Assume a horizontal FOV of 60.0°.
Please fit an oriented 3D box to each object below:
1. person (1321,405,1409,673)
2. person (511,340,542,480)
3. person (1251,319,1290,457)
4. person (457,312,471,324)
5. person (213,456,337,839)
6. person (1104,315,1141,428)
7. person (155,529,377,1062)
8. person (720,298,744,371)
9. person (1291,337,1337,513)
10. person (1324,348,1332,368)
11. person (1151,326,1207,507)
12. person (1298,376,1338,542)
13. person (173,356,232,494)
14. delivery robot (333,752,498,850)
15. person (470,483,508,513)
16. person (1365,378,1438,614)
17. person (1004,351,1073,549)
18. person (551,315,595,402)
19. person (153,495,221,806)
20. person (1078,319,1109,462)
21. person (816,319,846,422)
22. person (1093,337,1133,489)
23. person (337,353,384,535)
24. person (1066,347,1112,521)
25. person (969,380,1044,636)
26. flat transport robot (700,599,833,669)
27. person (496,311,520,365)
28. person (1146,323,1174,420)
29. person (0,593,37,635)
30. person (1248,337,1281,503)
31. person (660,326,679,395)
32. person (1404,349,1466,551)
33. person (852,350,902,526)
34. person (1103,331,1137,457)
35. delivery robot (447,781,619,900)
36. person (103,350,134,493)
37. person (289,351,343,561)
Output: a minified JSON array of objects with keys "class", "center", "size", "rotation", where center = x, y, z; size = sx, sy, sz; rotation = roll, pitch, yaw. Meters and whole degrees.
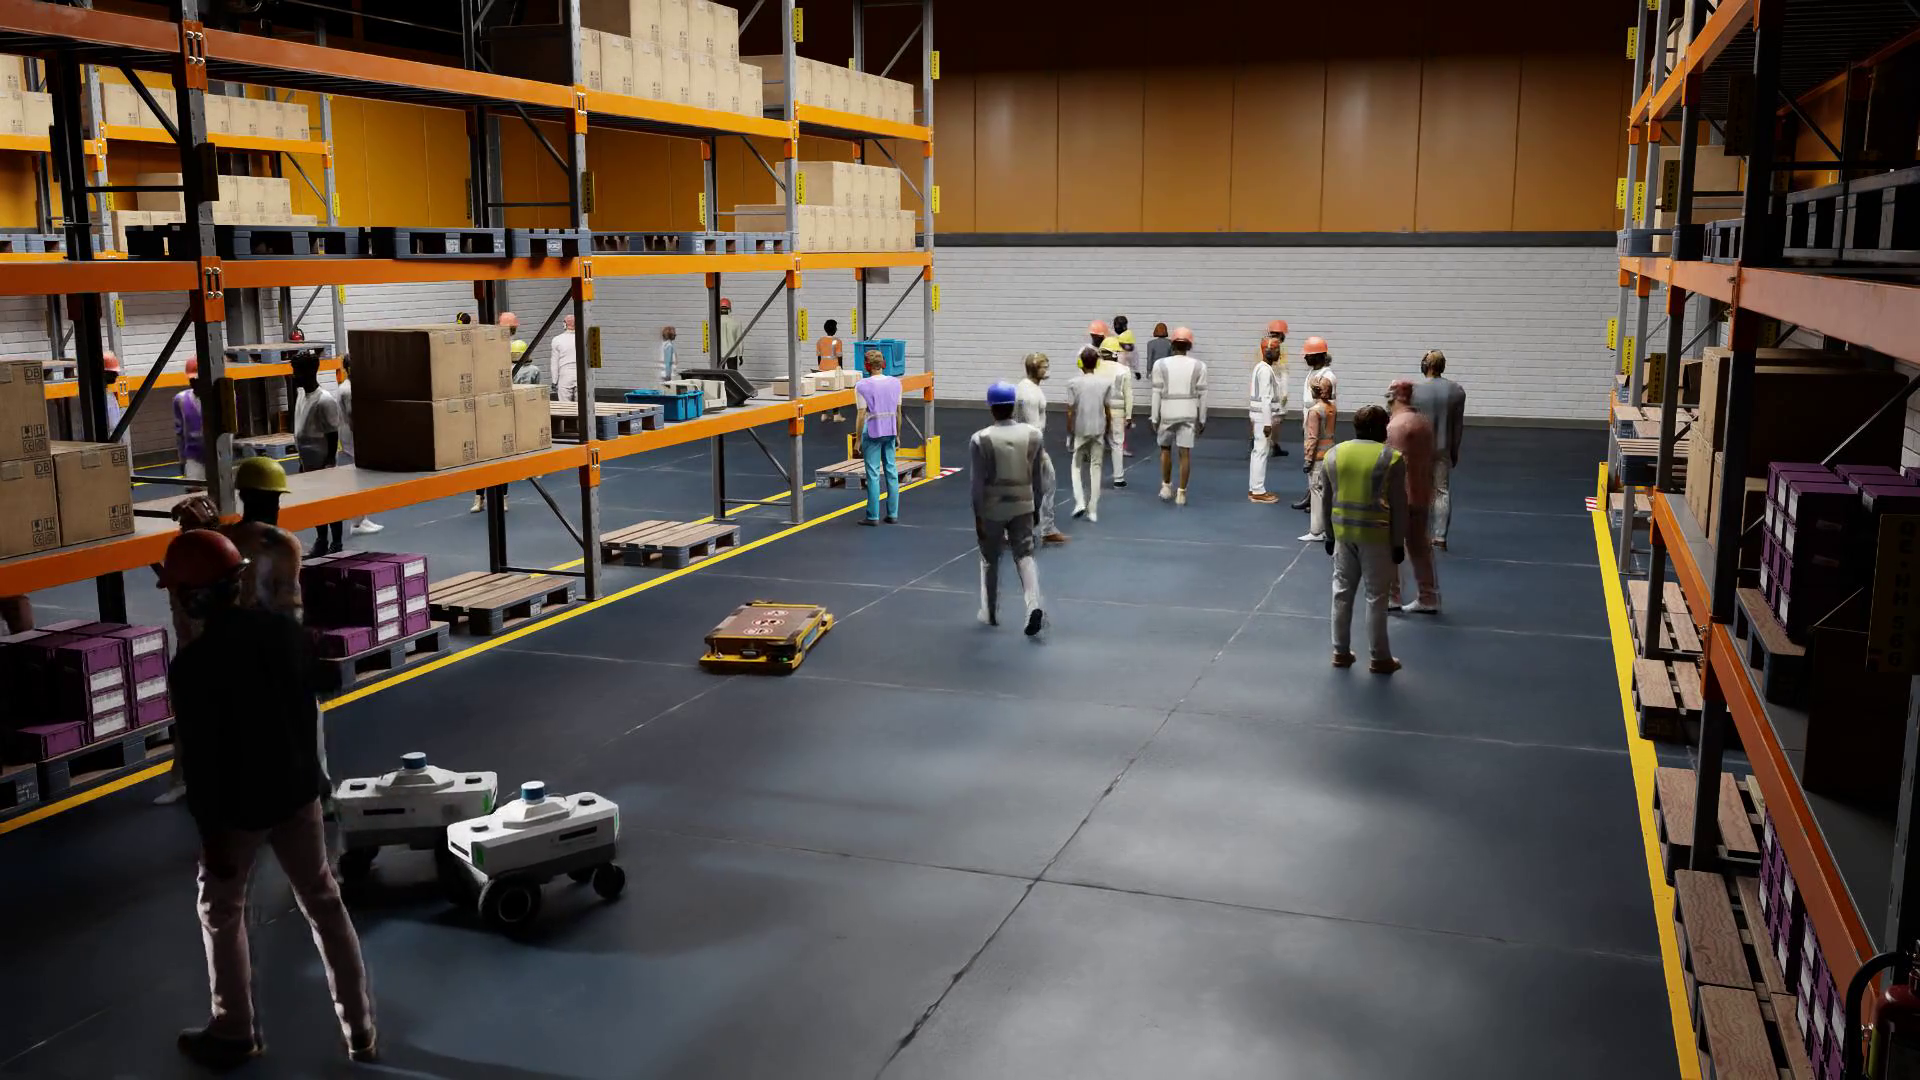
[{"class":"person","center":[2.790,-0.010,11.451],"size":[0.624,1.841,0.430],"rotation":[9,13,41]},{"class":"person","center":[-5.466,-1.620,20.781],"size":[0.492,1.742,0.323],"rotation":[-10,14,-44]},{"class":"person","center":[4.266,-2.070,22.854],"size":[0.668,1.915,0.547],"rotation":[-6,12,-32]},{"class":"person","center":[-7.758,-2.637,26.151],"size":[0.335,1.873,0.519],"rotation":[3,11,18]},{"class":"person","center":[-3.382,0.526,8.264],"size":[0.607,1.887,0.855],"rotation":[4,11,20]},{"class":"person","center":[2.541,-2.728,26.857],"size":[0.633,1.815,0.887],"rotation":[-8,13,-37]},{"class":"person","center":[-2.455,0.926,5.905],"size":[0.722,1.952,0.632],"rotation":[5,11,24]},{"class":"person","center":[-4.135,-3.267,29.345],"size":[0.621,1.992,0.397],"rotation":[-2,10,-12]},{"class":"person","center":[3.885,-1.254,18.189],"size":[0.376,1.932,0.543],"rotation":[-2,10,-13]},{"class":"person","center":[4.213,-1.394,19.576],"size":[0.333,1.717,0.679],"rotation":[7,12,34]},{"class":"person","center":[2.471,-1.411,18.838],"size":[0.630,2.011,0.838],"rotation":[1,10,4]},{"class":"person","center":[3.557,-0.799,16.450],"size":[0.308,1.641,0.511],"rotation":[7,12,34]},{"class":"person","center":[-7.022,-0.747,15.432],"size":[0.542,1.894,0.908],"rotation":[-2,10,-11]},{"class":"delivery robot","center":[-2.538,1.237,7.775],"size":[0.707,0.478,0.477],"rotation":[-2,10,-10]},{"class":"person","center":[-5.152,-1.136,18.188],"size":[0.529,1.695,0.321],"rotation":[0,10,0]},{"class":"person","center":[3.556,-0.340,13.232],"size":[0.655,1.866,0.663],"rotation":[8,13,39]},{"class":"person","center":[0.788,-0.842,15.904],"size":[0.806,1.910,0.664],"rotation":[1,10,5]},{"class":"person","center":[-5.727,-2.371,24.600],"size":[0.653,1.895,0.401],"rotation":[-6,11,-28]},{"class":"person","center":[-3.989,0.559,8.864],"size":[0.531,1.617,0.688],"rotation":[4,11,23]},{"class":"person","center":[1.823,-2.009,22.452],"size":[0.390,1.939,0.553],"rotation":[9,13,41]},{"class":"person","center":[-2.144,-2.801,27.558],"size":[0.533,1.697,0.322],"rotation":[7,12,36]},{"class":"person","center":[1.782,-1.519,19.973],"size":[0.601,1.825,0.404],"rotation":[3,11,17]},{"class":"person","center":[-6.102,-0.981,16.868],"size":[0.388,1.859,0.555],"rotation":[-2,10,-13]},{"class":"person","center":[1.371,-1.117,17.664],"size":[0.508,1.851,0.445],"rotation":[-1,10,-3]},{"class":"person","center":[0.372,-0.244,12.548],"size":[0.609,1.919,0.878],"rotation":[-2,10,-14]},{"class":"flat transport robot","center":[-1.378,0.669,12.034],"size":[0.652,0.197,1.431],"rotation":[1,10,7]},{"class":"person","center":[-6.355,-2.166,23.118],"size":[0.611,2.013,0.931],"rotation":[8,13,38]},{"class":"person","center":[3.349,-2.806,27.759],"size":[0.500,1.636,0.281],"rotation":[-2,10,-9]},{"class":"person","center":[-6.362,0.089,10.839],"size":[0.669,1.851,0.989],"rotation":[3,10,14]},{"class":"person","center":[3.474,-1.369,18.972],"size":[0.337,1.882,0.584],"rotation":[1,10,4]},{"class":"person","center":[-4.829,-2.715,27.334],"size":[0.829,1.606,0.524],"rotation":[-3,11,-16]},{"class":"person","center":[4.488,-0.850,15.892],"size":[0.629,1.940,0.372],"rotation":[-2,10,-10]},{"class":"person","center":[-0.847,-1.055,17.334],"size":[0.564,1.838,0.388],"rotation":[-7,12,-35]},{"class":"person","center":[2.214,-2.035,23.164],"size":[0.508,1.734,0.578],"rotation":[2,10,10]},{"class":"delivery robot","center":[-1.873,1.311,7.347],"size":[0.707,0.478,0.477],"rotation":[-8,13,-40]},{"class":"person","center":[-8.140,-0.861,16.007],"size":[0.470,1.922,0.555],"rotation":[-1,10,-7]},{"class":"person","center":[-5.884,-0.742,15.214],"size":[0.609,1.963,0.367],"rotation":[10,14,44]}]
